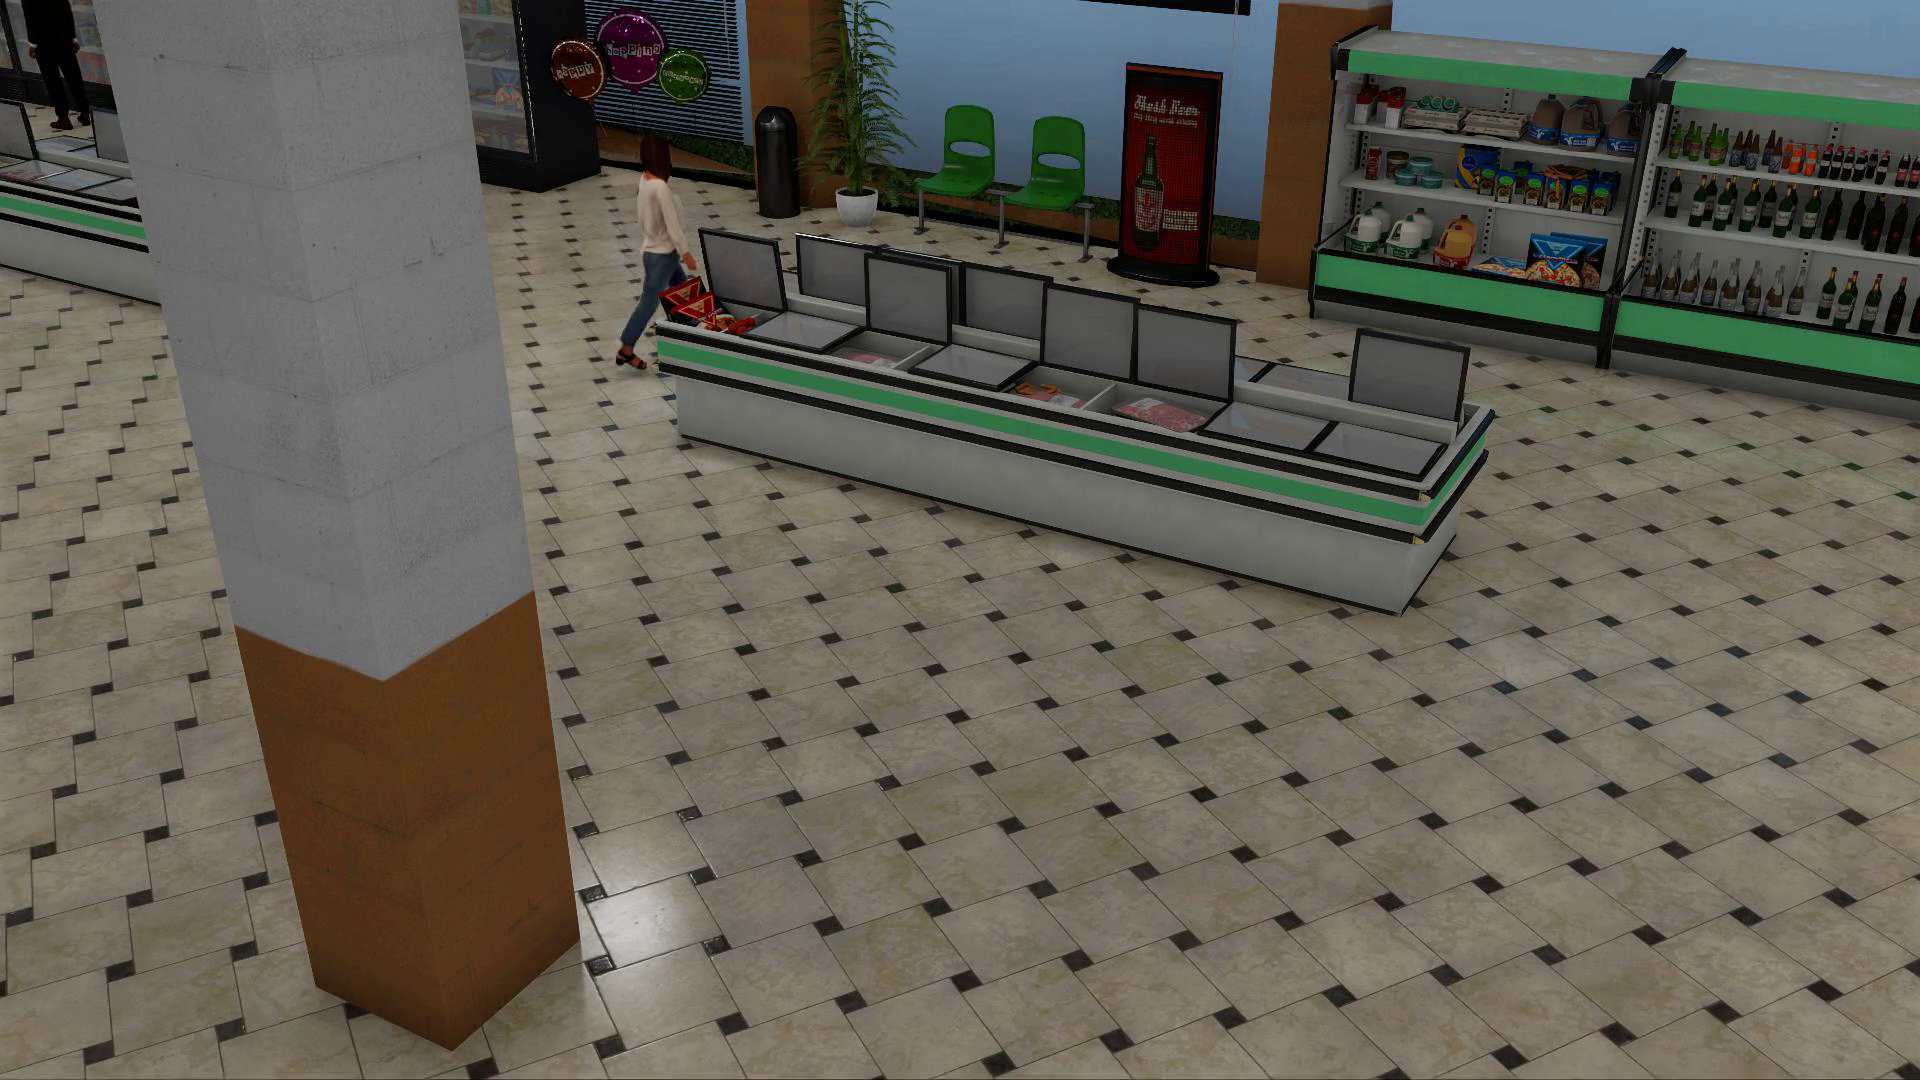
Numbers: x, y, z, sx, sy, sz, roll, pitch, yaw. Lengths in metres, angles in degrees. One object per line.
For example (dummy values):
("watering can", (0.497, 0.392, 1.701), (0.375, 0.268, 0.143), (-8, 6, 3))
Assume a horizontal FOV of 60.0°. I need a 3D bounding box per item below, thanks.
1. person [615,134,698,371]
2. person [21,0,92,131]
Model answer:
("person", (-2.166, -1.956, 11.606), (1.106, 1.639, 1.071), (-9, 28, -17))
("person", (-10.011, -5.521, 18.342), (0.653, 1.904, 0.722), (19, 33, 33))
